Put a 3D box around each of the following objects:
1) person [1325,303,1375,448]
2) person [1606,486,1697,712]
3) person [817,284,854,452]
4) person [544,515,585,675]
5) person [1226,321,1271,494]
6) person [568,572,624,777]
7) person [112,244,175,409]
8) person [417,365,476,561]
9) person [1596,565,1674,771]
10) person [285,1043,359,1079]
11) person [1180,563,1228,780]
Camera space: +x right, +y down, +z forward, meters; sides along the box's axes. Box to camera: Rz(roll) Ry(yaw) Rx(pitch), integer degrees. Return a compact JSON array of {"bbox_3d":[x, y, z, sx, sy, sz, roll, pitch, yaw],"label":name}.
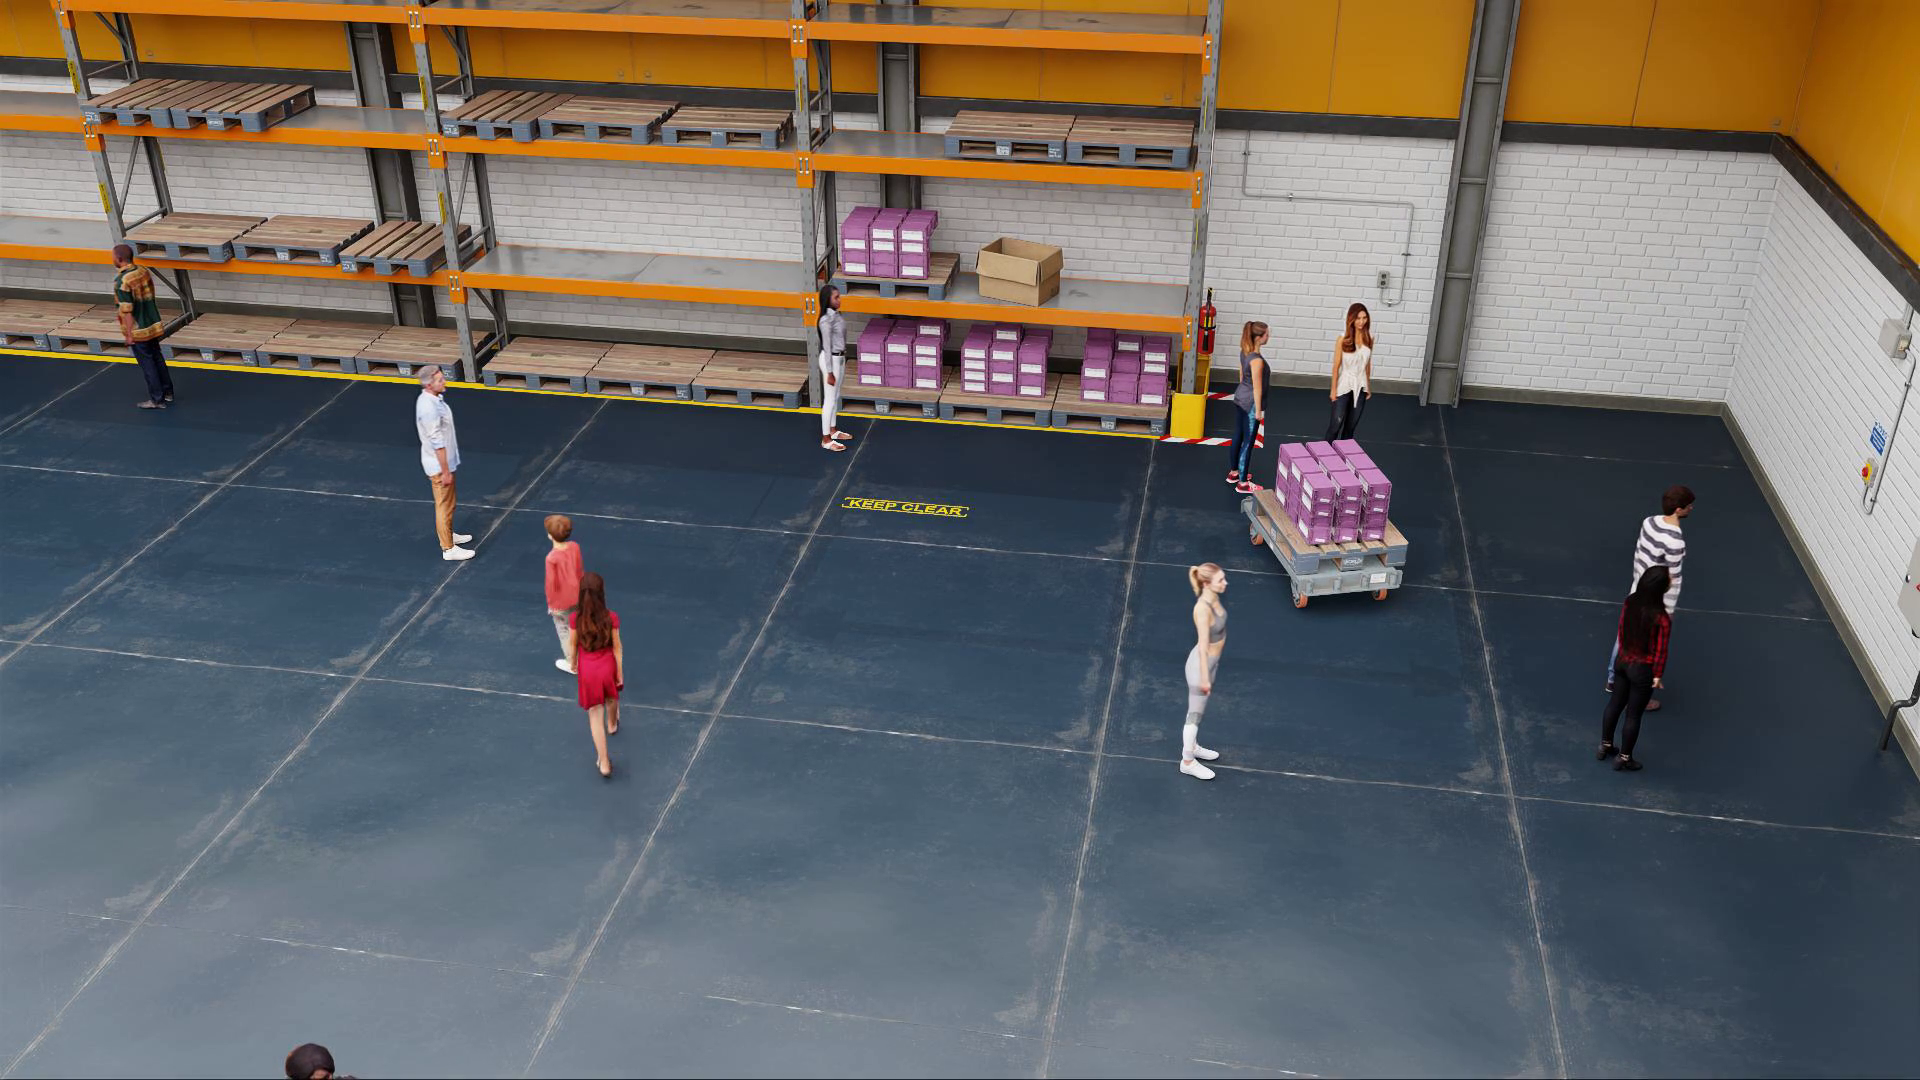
[{"bbox_3d":[3.817,-1.479,16.323,0.628,1.784,0.742,-10,30,-17],"label":"person"},{"bbox_3d":[5.308,0.423,12.767,0.649,1.852,0.714,-5,29,-8],"label":"person"},{"bbox_3d":[-1.292,-1.780,16.938,0.498,1.724,0.599,6,29,10],"label":"person"},{"bbox_3d":[-3.070,0.461,13.158,0.727,1.409,0.632,16,33,27],"label":"person"},{"bbox_3d":[2.792,-1.300,16.059,0.640,1.723,0.634,-6,29,-10],"label":"person"},{"bbox_3d":[-2.637,0.990,12.079,1.049,1.514,0.886,-6,29,-11],"label":"person"},{"bbox_3d":[-8.753,-2.294,17.793,0.674,1.808,0.710,2,29,4],"label":"person"},{"bbox_3d":[-4.651,-0.716,14.882,0.742,1.825,0.767,-9,30,-16],"label":"person"},{"bbox_3d":[4.895,0.922,12.055,0.678,1.657,0.662,-11,31,-20],"label":"person"},{"bbox_3d":[-2.988,3.095,8.013,0.681,1.713,0.729,-23,36,-35],"label":"person"},{"bbox_3d":[1.753,0.918,12.014,0.572,1.703,0.587,8,30,14],"label":"person"}]
